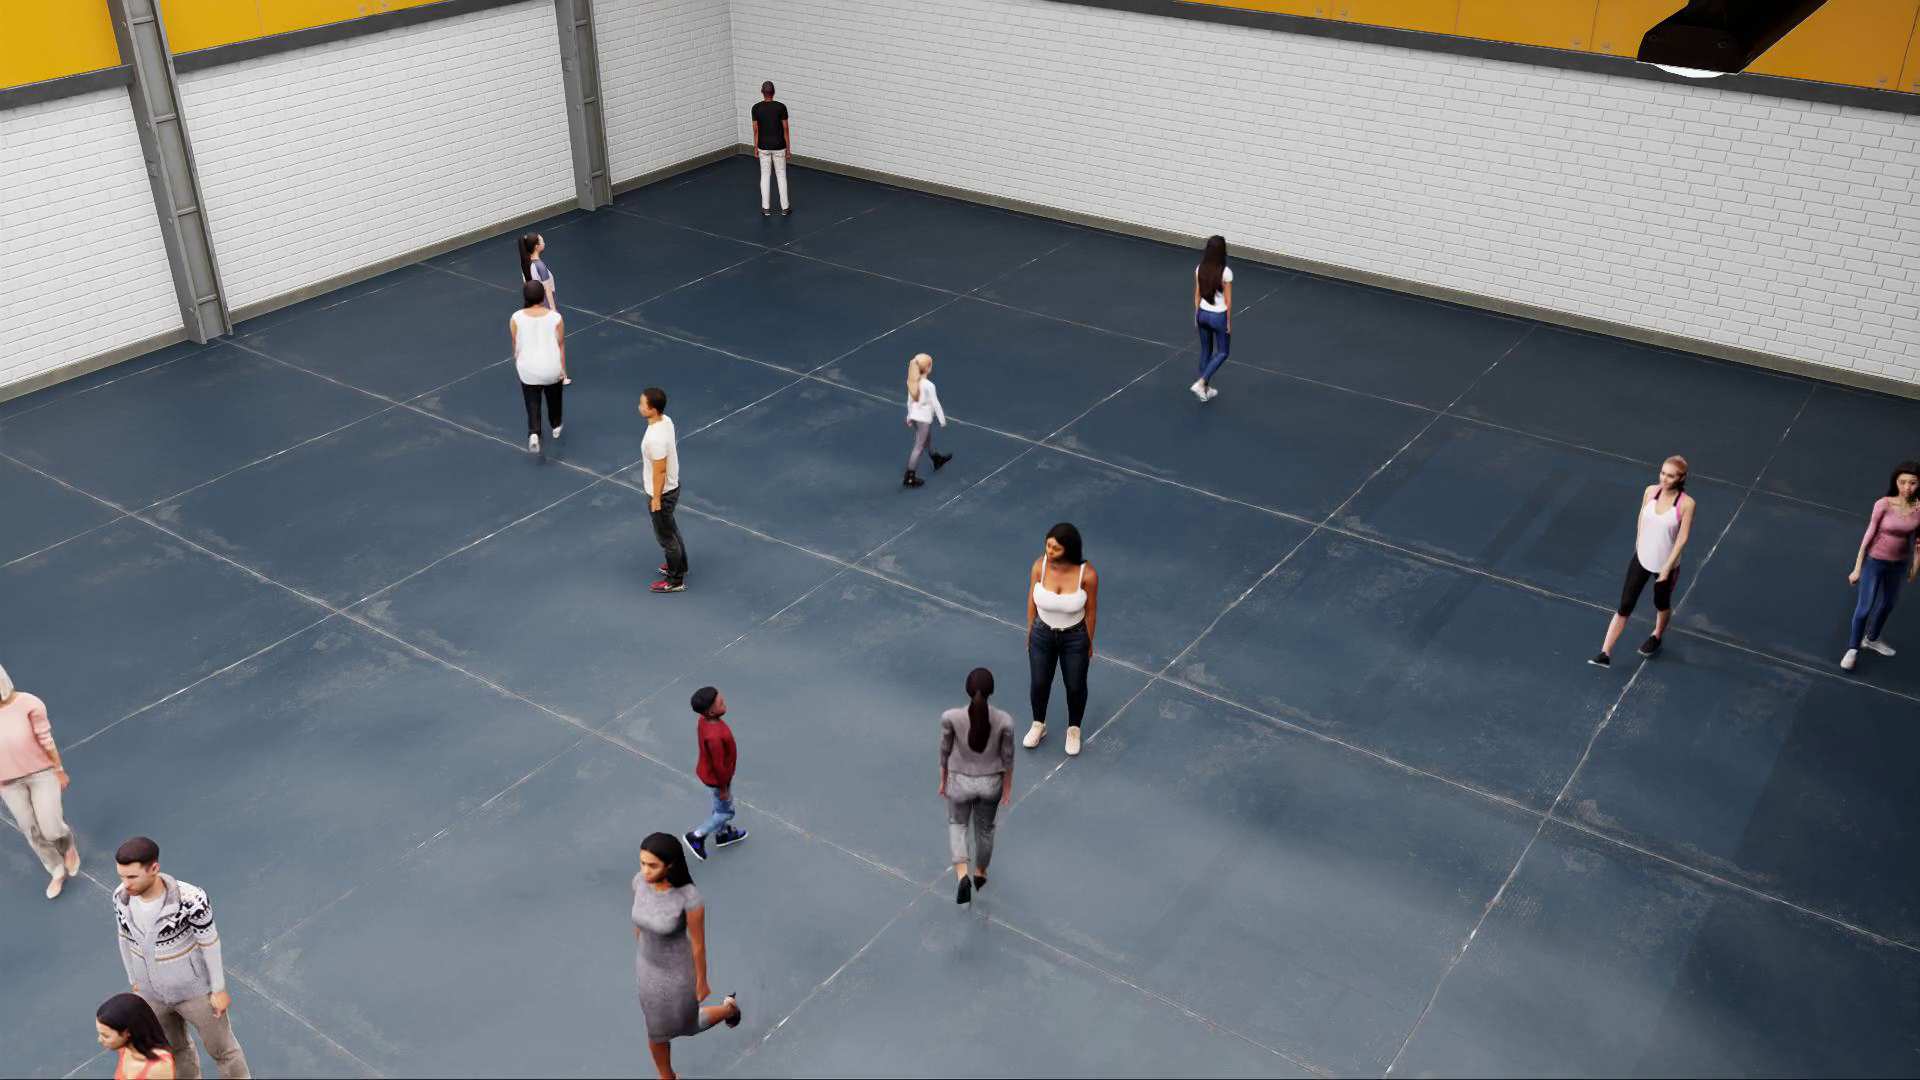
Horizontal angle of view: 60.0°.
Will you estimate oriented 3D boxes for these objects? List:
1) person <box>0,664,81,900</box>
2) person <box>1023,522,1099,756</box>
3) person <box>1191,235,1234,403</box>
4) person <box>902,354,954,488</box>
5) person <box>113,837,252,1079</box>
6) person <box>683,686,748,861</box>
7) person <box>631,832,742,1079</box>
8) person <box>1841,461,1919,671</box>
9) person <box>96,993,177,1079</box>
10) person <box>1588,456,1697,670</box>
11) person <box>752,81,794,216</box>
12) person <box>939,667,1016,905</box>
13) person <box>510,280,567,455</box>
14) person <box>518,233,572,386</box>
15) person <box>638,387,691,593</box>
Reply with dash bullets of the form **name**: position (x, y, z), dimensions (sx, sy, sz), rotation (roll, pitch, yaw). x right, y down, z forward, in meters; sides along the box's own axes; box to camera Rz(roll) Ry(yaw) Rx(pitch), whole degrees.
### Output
- **person**: position (-5.749, 1.417, 10.282), dimensions (0.741, 1.714, 0.805), rotation (-6, 29, -12)
- **person**: position (0.700, 0.667, 11.560), dimensions (0.706, 1.808, 0.697), rotation (9, 30, 15)
- **person**: position (2.519, -2.195, 16.851), dimensions (0.646, 1.765, 0.788), rotation (23, 36, 36)
- **person**: position (-0.402, -1.080, 15.343), dimensions (0.934, 1.251, 0.689), rotation (-19, 34, -30)
- **person**: position (-4.021, 2.271, 8.563), dimensions (0.768, 1.861, 0.742), rotation (4, 29, 7)
- **person**: position (-1.613, 1.500, 10.622), dimensions (0.754, 1.244, 0.678), rotation (-9, 30, -16)
- **person**: position (-1.460, 2.224, 8.751), dimensions (0.666, 1.764, 0.971), rotation (14, 32, 24)
- **person**: position (7.003, 0.176, 12.548), dimensions (0.825, 1.723, 0.832), rotation (-2, 29, -3)
- **person**: position (-3.642, 2.769, 7.814), dimensions (0.600, 1.704, 0.851), rotation (19, 34, 31)
- **person**: position (5.316, 0.170, 12.546), dimensions (1.222, 1.736, 0.840), rotation (-21, 35, -33)
- **person**: position (-2.545, -5.300, 22.501), dimensions (0.758, 1.805, 0.796), rotation (-1, 29, -2)
- **person**: position (0.088, 1.544, 10.102), dimensions (0.839, 1.664, 0.929), rotation (1, 29, 2)
- **person**: position (-4.044, -1.651, 15.954), dimensions (1.065, 1.668, 1.128), rotation (-6, 29, -11)
- **person**: position (-4.363, -2.411, 17.367), dimensions (0.621, 1.651, 0.567), rotation (24, 37, 37)
- **person**: position (-2.406, -0.436, 13.587), dimensions (0.821, 1.803, 0.734), rotation (0, 29, -1)
